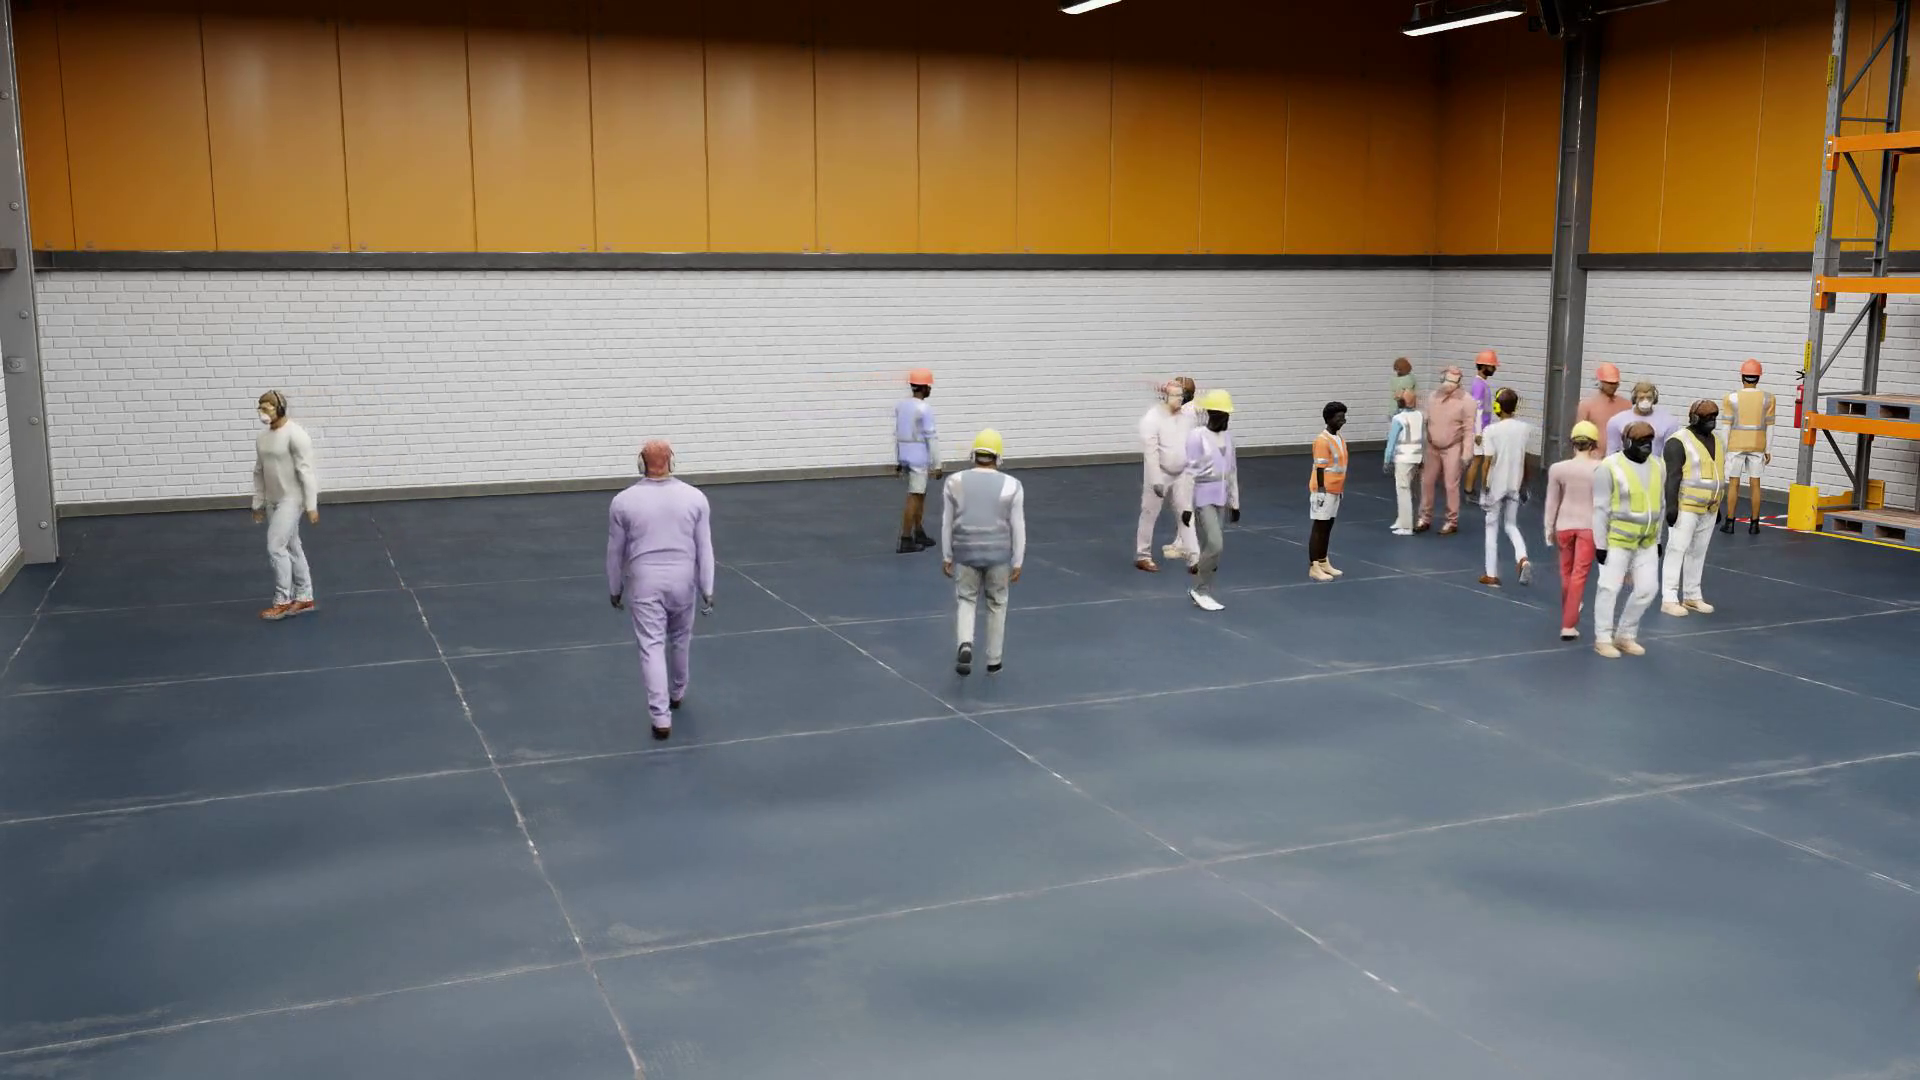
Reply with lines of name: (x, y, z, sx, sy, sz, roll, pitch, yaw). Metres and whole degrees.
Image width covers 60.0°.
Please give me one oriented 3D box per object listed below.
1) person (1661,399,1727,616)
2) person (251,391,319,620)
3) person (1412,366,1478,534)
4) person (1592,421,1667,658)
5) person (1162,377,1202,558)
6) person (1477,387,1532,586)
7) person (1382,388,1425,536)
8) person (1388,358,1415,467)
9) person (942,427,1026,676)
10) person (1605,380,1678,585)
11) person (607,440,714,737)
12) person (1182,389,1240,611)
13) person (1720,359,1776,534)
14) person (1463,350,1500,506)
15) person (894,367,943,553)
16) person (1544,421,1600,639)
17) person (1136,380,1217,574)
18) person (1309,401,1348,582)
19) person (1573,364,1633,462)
person: (6.246, -0.276, 14.126, 0.634, 1.839, 0.429, -5, 10, -26)
person: (-5.758, -0.286, 13.938, 0.662, 1.916, 0.725, 7, 12, 36)
person: (5.336, -0.968, 18.225, 0.630, 1.870, 0.683, -8, 12, -40)
person: (5.029, 0.005, 12.523, 0.633, 1.818, 0.444, -3, 10, -18)
person: (2.252, -0.741, 16.938, 0.429, 1.844, 0.627, 1, 9, 7)
person: (4.998, -0.465, 15.209, 0.530, 1.858, 0.609, -2, 10, -11)
person: (4.829, -0.864, 18.317, 0.534, 1.619, 0.540, -8, 12, -39)
person: (6.534, -1.868, 24.468, 0.574, 1.616, 0.347, -9, 13, -42)
person: (0.167, 0.109, 11.867, 0.608, 1.813, 0.525, 1, 9, 8)
person: (6.428, -0.571, 15.743, 0.642, 1.903, 0.990, 2, 10, 13)
person: (-1.940, 0.278, 10.742, 0.662, 1.841, 1.009, -3, 10, -16)
person: (2.177, -0.328, 14.209, 0.456, 1.909, 0.621, 9, 13, 43)
person: (8.675, -1.024, 18.361, 0.544, 1.939, 0.354, 3, 10, 15)
person: (6.438, -1.384, 20.579, 0.392, 1.929, 0.556, 3, 10, 18)
person: (-0.387, -0.829, 17.248, 0.719, 1.908, 0.569, -8, 12, -38)
person: (5.012, -0.094, 13.397, 0.528, 1.719, 0.925, 8, 12, 38)
person: (2.042, -0.582, 15.889, 0.642, 1.865, 0.949, -7, 12, -38)
person: (3.480, -0.467, 15.711, 0.322, 1.695, 0.536, 6, 11, 32)
person: (6.784, -0.891, 17.530, 0.606, 1.952, 1.018, -2, 10, -14)
